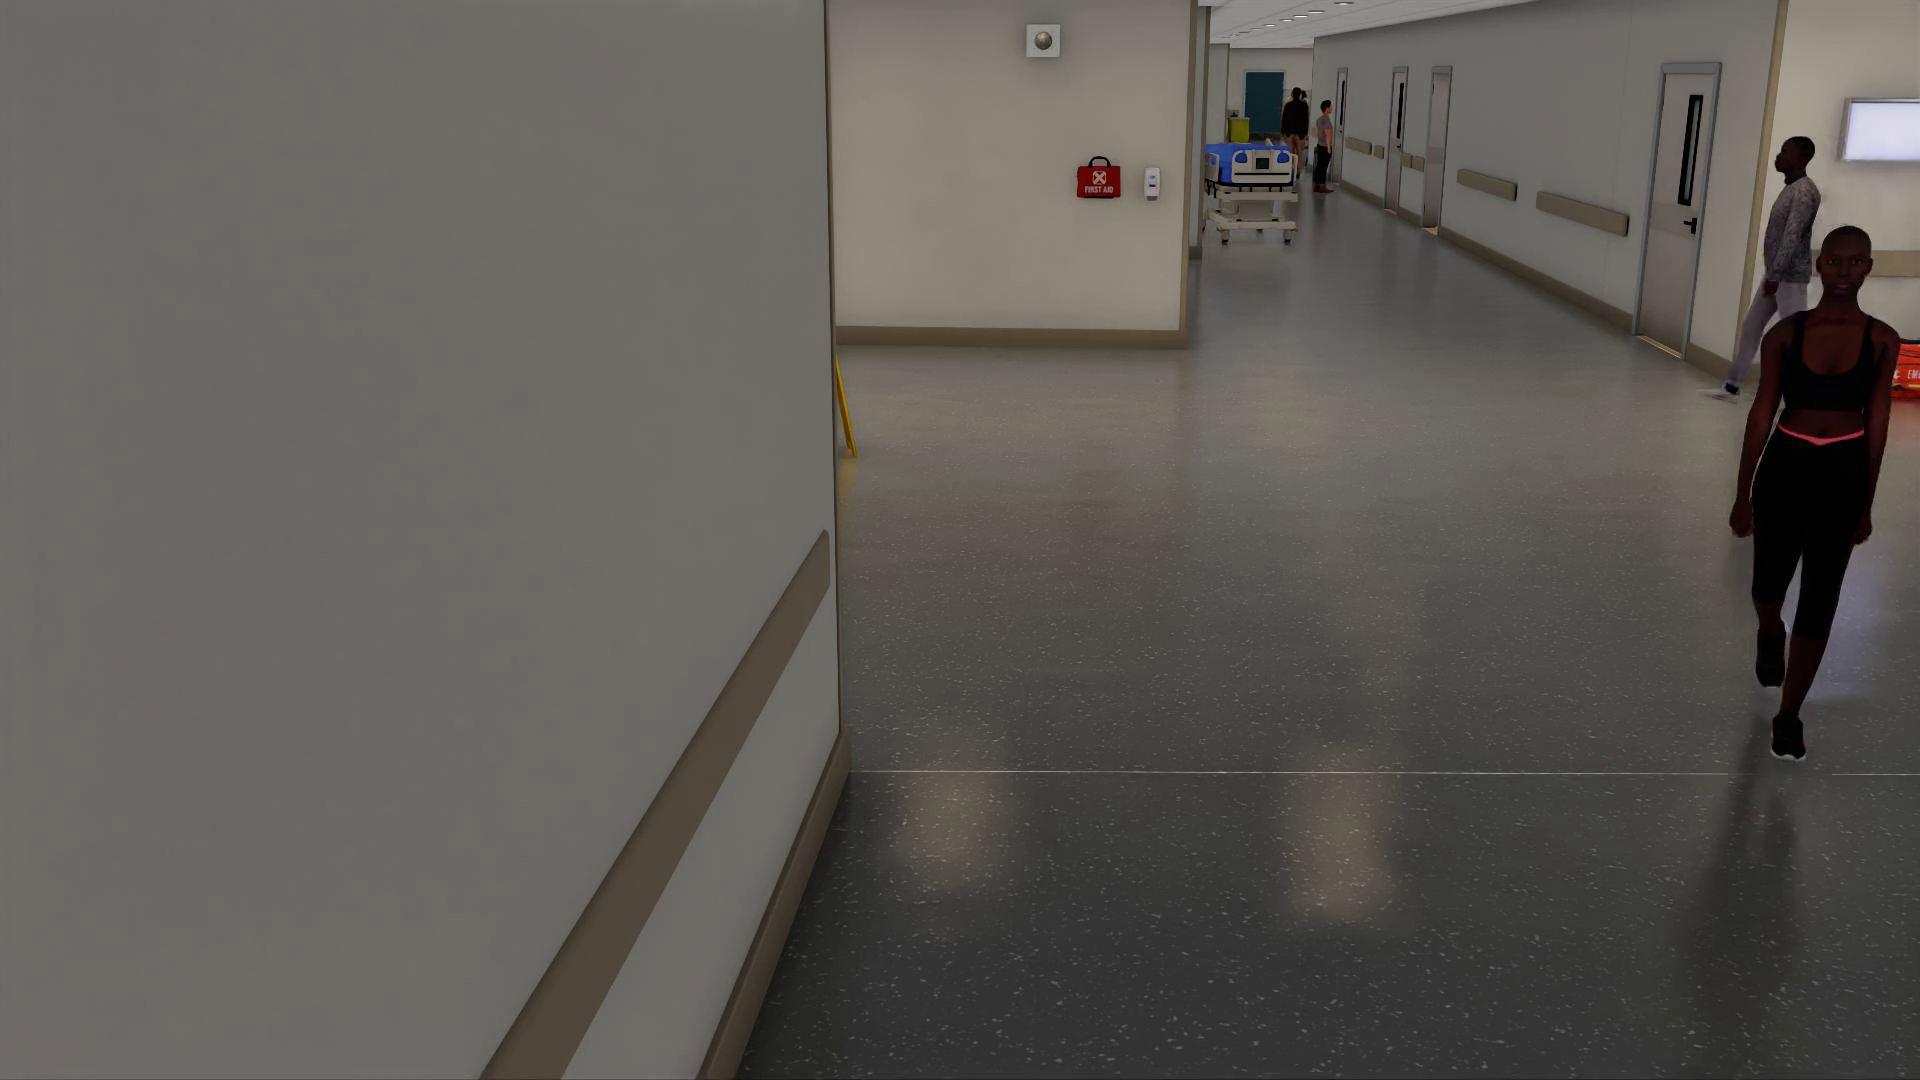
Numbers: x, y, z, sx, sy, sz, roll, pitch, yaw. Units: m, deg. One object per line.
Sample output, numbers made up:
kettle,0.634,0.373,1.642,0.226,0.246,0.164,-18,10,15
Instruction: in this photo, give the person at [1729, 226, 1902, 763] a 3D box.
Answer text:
person,2.917,-0.181,5.715,1.158,1.727,0.927,7,17,24

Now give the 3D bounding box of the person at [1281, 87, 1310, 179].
person,7.043,-8.516,34.961,1.009,1.899,0.822,2,16,9

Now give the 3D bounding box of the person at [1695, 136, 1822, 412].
person,5.623,-1.749,11.113,0.975,1.815,0.775,3,16,11

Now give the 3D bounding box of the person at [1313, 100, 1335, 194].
person,6.962,-7.539,31.819,0.608,1.724,0.655,-2,16,-8
